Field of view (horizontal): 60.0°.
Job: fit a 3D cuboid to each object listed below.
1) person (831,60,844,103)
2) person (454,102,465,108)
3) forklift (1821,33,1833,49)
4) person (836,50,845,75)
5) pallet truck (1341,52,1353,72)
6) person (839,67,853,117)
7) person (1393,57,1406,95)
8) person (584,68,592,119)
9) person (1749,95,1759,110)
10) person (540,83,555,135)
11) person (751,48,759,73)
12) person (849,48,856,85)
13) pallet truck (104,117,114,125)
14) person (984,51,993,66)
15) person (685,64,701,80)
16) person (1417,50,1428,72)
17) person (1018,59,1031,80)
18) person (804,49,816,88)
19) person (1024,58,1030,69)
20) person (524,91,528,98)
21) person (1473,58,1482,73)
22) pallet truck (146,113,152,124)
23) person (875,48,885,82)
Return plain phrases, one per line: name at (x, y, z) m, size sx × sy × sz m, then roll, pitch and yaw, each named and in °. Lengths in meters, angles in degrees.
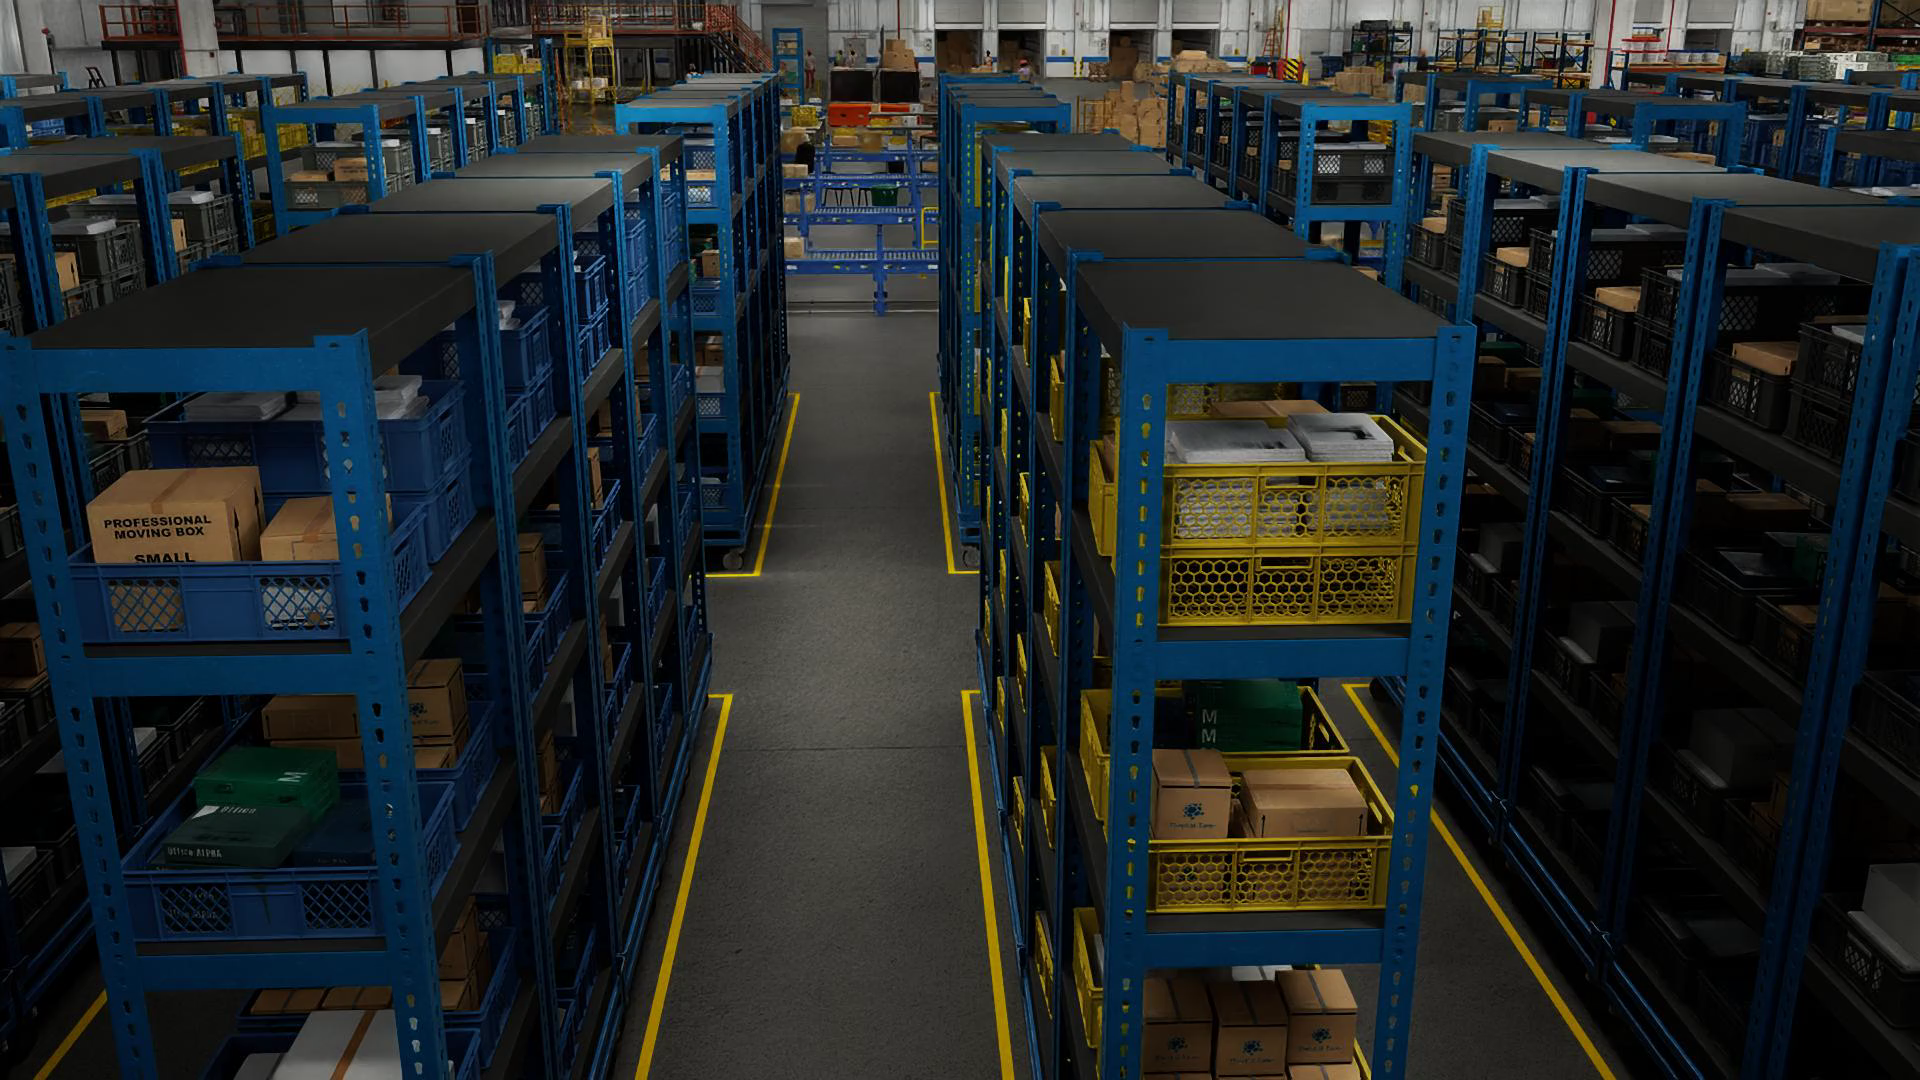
person at (-5.322, -19.971, 72.672) m, size 0.615 × 1.904 × 0.996 m, roll -9°, pitch 20°, yaw -25°
person at (-16.584, -14.239, 54.940) m, size 0.509 × 1.871 × 0.593 m, roll 1°, pitch 18°, yaw 3°
forklift at (43.362, -23.988, 83.493) m, size 1.873 × 2.768 × 1.129 m, roll 13°, pitch 22°, yaw 35°
person at (-6.592, -26.020, 91.487) m, size 0.632 × 1.820 × 0.768 m, roll 14°, pitch 23°, yaw 37°
pallet truck at (18.794, -23.123, 82.231) m, size 0.823 × 1.965 × 1.885 m, roll -13°, pitch 22°, yaw -35°
person at (-4.362, -17.471, 64.876) m, size 0.798 × 1.906 × 0.583 m, roll 11°, pitch 21°, yaw 30°
person at (21.153, -22.251, 79.830) m, size 0.639 × 1.800 × 0.899 m, roll -7°, pitch 19°, yaw -20°
person at (-14.272, -17.213, 64.091) m, size 0.417 × 1.912 × 0.588 m, roll -5°, pitch 19°, yaw -15°
person at (23.954, -12.691, 50.453) m, size 0.639 × 1.680 × 0.542 m, roll -17°, pitch 25°, yaw -42°
person at (-13.885, -14.425, 55.742) m, size 0.663 × 1.741 × 0.316 m, roll -5°, pitch 19°, yaw -15°
person at (-11.136, -25.854, 90.762) m, size 0.386 × 1.948 × 0.602 m, roll 8°, pitch 19°, yaw 23°
person at (-5.853, -25.825, 90.704) m, size 0.374 × 1.925 × 0.595 m, roll 5°, pitch 19°, yaw 16°
pallet truck at (-18.367, -7.885, 35.078) m, size 1.885 × 1.965 × 0.823 m, roll 1°, pitch 18°, yaw 2°
person at (1.610, -26.930, 94.507) m, size 0.530 × 1.689 × 0.322 m, roll 4°, pitch 18°, yaw 11°
person at (-10.421, -17.550, 64.918) m, size 0.689 × 2.000 × 0.539 m, roll -12°, pitch 21°, yaw -32°
person at (23.780, -24.187, 85.531) m, size 0.623 × 1.989 × 0.401 m, roll -9°, pitch 20°, yaw -25°
person at (2.642, -18.973, 69.315) m, size 0.607 × 2.044 × 0.378 m, roll -13°, pitch 22°, yaw -35°
person at (-7.849, -24.628, 86.890) m, size 0.611 × 1.996 × 0.379 m, roll 4°, pitch 18°, yaw 13°
person at (3.016, -21.257, 76.690) m, size 0.376 × 1.851 × 0.517 m, roll -5°, pitch 19°, yaw -16°
person at (-12.621, -12.105, 48.352) m, size 0.516 × 1.865 × 0.329 m, roll -17°, pitch 24°, yaw -42°
person at (26.954, -24.473, 86.661) m, size 0.956 × 1.834 × 0.596 m, roll -4°, pitch 18°, yaw -13°
pallet truck at (-18.087, -8.309, 36.390) m, size 1.885 × 1.965 × 0.823 m, roll -1°, pitch 18°, yaw -4°
person at (-4.422, -26.799, 93.787) m, size 0.858 × 1.874 × 0.654 m, roll -7°, pitch 19°, yaw -21°
